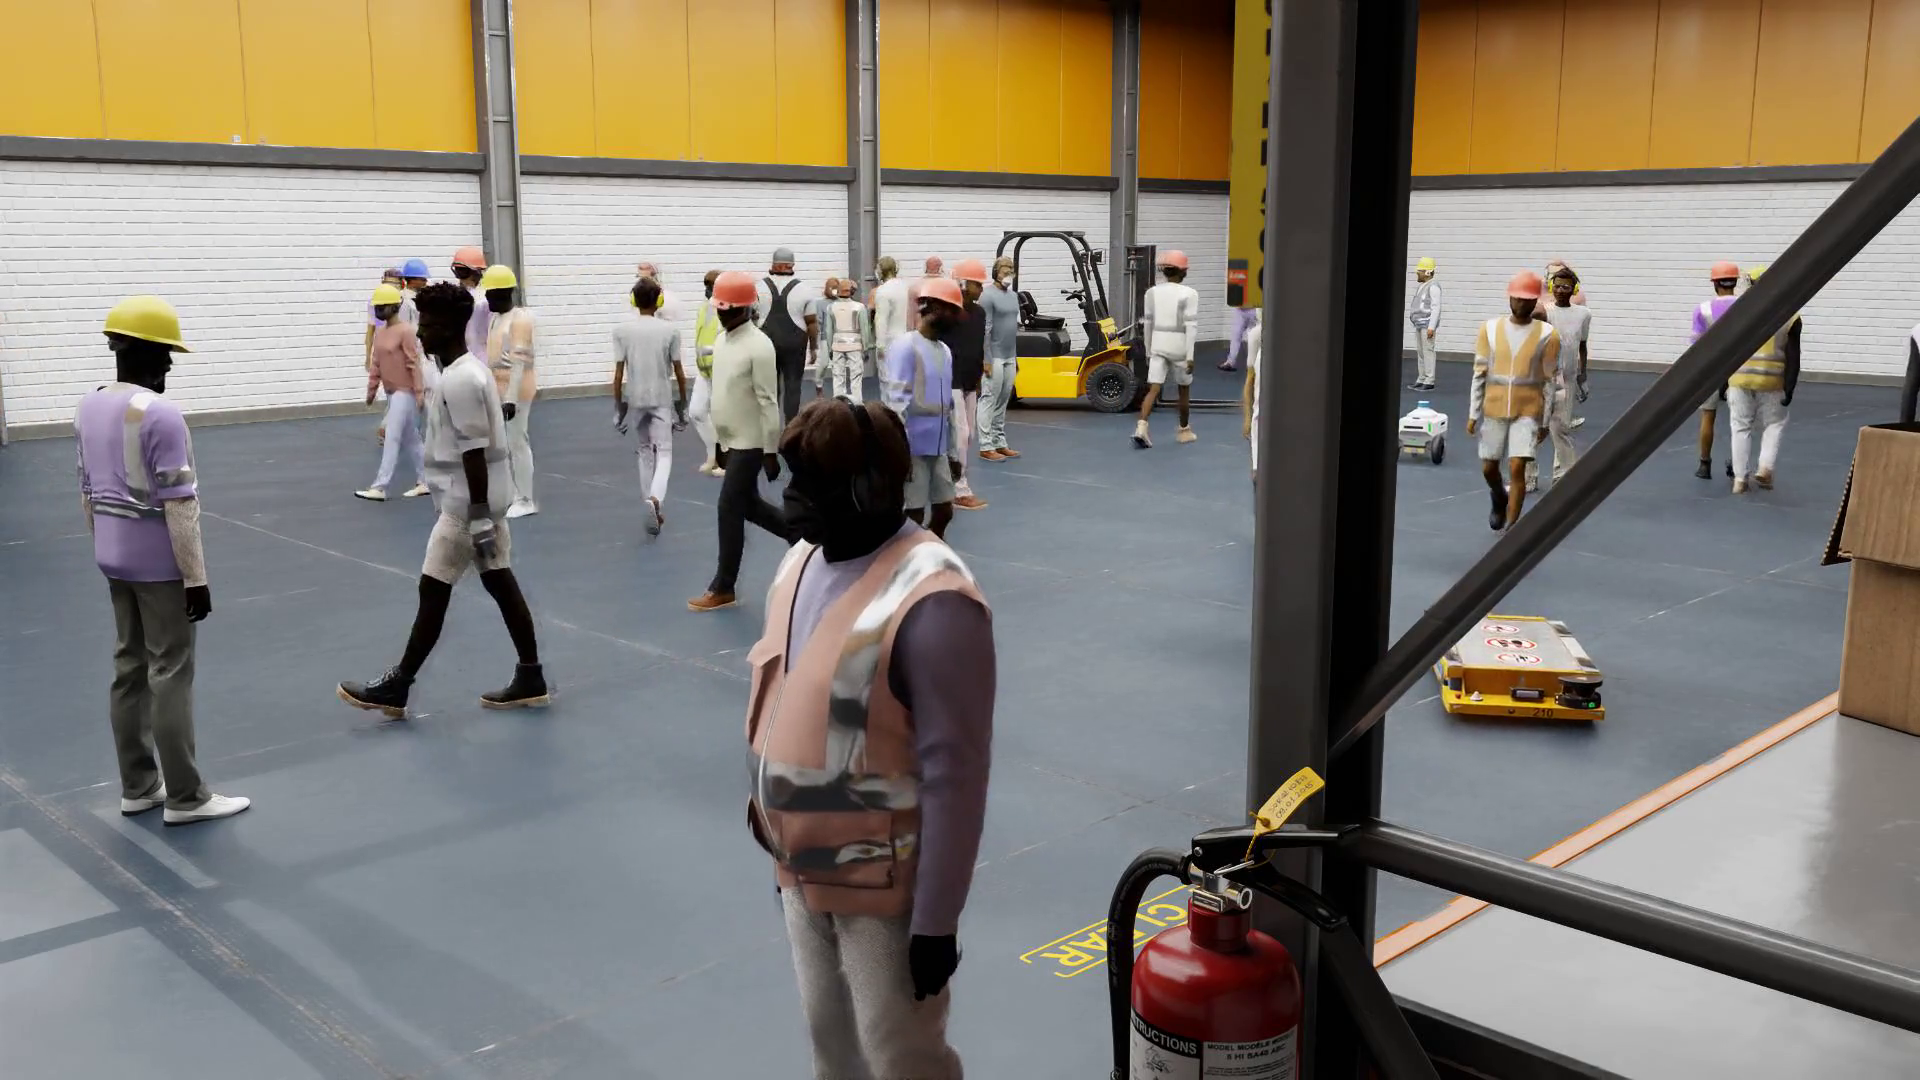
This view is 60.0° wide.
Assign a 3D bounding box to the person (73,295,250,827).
[{"bbox_3d":[-2.921,0.081,6.036,0.584,1.919,0.375,6,12,31],"label":"person"}]

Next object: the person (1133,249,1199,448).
[{"bbox_3d":[2.088,-1.922,16.770,0.619,2.001,1.054,7,12,33],"label":"person"}]

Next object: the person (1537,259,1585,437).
[{"bbox_3d":[6.399,-2.079,17.924,0.646,1.876,0.856,2,11,10],"label":"person"}]

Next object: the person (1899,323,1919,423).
[{"bbox_3d":[6.425,-0.782,10.777,0.623,1.900,0.446,5,12,26],"label":"person"}]

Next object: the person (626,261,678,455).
[{"bbox_3d":[-2.991,-1.770,16.217,0.663,1.880,0.469,9,14,41],"label":"person"}]

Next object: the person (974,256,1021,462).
[{"bbox_3d":[0.373,-1.715,15.786,0.373,1.936,0.627,6,12,31],"label":"person"}]

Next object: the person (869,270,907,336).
[{"bbox_3d":[-0.986,-3.051,23.753,0.562,1.676,0.604,3,11,18],"label":"person"}]

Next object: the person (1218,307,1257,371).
[{"bbox_3d":[4.426,-3.541,25.905,0.904,1.866,0.674,-8,13,-38],"label":"person"}]

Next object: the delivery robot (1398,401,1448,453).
[{"bbox_3d":[4.394,-1.075,15.805,0.477,0.478,0.707,6,12,28],"label":"delivery robot"}]

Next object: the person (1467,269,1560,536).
[{"bbox_3d":[3.789,-0.893,11.383,0.566,1.913,0.742,5,12,26],"label":"person"}]

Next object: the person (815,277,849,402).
[{"bbox_3d":[-1.675,-2.606,21.551,0.510,1.603,0.797,-5,11,-24],"label":"person"}]

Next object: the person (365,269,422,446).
[{"bbox_3d":[-5.820,-1.914,17.251,0.583,1.799,0.955,1,10,8],"label":"person"}]

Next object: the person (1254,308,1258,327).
[{"bbox_3d":[4.547,-3.319,24.524,0.354,1.939,0.545,-6,12,-30],"label":"person"}]

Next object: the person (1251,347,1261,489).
[{"bbox_3d":[1.846,-0.420,8.897,0.575,1.876,0.340,3,11,14],"label":"person"}]

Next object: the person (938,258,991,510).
[{"bbox_3d":[-0.092,-1.238,13.109,0.758,1.963,0.653,8,13,36],"label":"person"}]

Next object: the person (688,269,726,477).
[{"bbox_3d":[-2.132,-1.459,14.658,0.639,1.829,0.484,10,14,42],"label":"person"}]

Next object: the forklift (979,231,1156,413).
[{"bbox_3d":[1.222,-2.721,20.561,2.313,2.155,1.214,2,11,13],"label":"forklift"}]

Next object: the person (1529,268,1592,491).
[{"bbox_3d":[4.995,-1.332,13.888,0.513,1.866,0.331,1,10,4],"label":"person"}]

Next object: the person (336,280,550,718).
[{"bbox_3d":[-2.309,-0.166,7.341,0.962,1.924,0.634,-2,11,-9],"label":"person"}]

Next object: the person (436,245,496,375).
[{"bbox_3d":[-4.079,-1.429,13.929,0.609,2.044,0.395,2,11,11],"label":"person"}]

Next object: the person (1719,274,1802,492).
[{"bbox_3d":[6.595,-1.289,13.760,0.631,1.831,0.445,7,12,33],"label":"person"}]

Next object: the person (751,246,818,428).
[{"bbox_3d":[-1.819,-2.042,17.281,0.711,2.000,0.582,0,10,2],"label":"person"}]

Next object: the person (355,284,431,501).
[{"bbox_3d":[-4.614,-1.172,13.355,0.552,1.727,0.828,10,14,43],"label":"person"}]

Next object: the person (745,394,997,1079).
[{"bbox_3d":[-0.197,0.633,3.238,0.429,1.841,0.632,-7,12,-33],"label":"person"}]

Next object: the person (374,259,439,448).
[{"bbox_3d":[-5.448,-1.840,16.562,0.969,1.911,0.612,0,10,-1],"label":"person"}]

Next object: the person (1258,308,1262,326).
[{"bbox_3d":[3.954,-2.478,20.337,0.660,1.794,0.581,0,10,0],"label":"person"}]

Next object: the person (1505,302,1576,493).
[{"bbox_3d":[4.823,-1.148,13.651,0.603,1.589,0.519,-2,11,-9],"label":"person"}]

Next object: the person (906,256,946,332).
[{"bbox_3d":[-0.318,-2.460,19.989,0.653,1.882,0.514,-3,11,-15],"label":"person"}]

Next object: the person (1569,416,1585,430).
[{"bbox_3d":[6.377,-2.012,18.014,0.895,1.704,0.533,-1,10,-5],"label":"person"}]

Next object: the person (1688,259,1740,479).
[{"bbox_3d":[6.636,-1.471,14.463,0.594,1.928,0.451,3,11,18],"label":"person"}]

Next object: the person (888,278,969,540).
[{"bbox_3d":[-0.214,-0.501,9.309,0.423,1.891,0.621,7,13,34],"label":"person"}]

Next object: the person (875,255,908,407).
[{"bbox_3d":[-0.713,-2.218,18.593,0.775,1.916,0.638,3,11,18],"label":"person"}]

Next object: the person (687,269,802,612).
[{"bbox_3d":[-1.149,-0.579,9.568,0.883,1.951,0.619,-6,12,-31],"label":"person"}]

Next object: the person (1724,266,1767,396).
[{"bbox_3d":[9.960,-2.576,20.980,0.512,1.752,0.547,4,11,19],"label":"person"}]

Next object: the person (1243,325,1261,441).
[{"bbox_3d":[2.205,-0.829,11.224,0.539,1.832,0.483,-2,11,-10],"label":"person"}]

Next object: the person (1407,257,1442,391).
[{"bbox_3d":[6.376,-2.953,22.817,0.403,1.830,0.601,0,10,-2],"label":"person"}]

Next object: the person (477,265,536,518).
[{"bbox_3d":[-3.436,-1.101,12.505,0.486,1.910,0.604,-9,13,-39],"label":"person"}]

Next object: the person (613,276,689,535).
[{"bbox_3d":[-2.229,-0.959,11.916,0.525,1.852,0.786,0,10,2],"label":"person"}]

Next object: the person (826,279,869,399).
[{"bbox_3d":[-1.276,-2.141,18.918,0.514,1.639,0.310,4,11,19],"label":"person"}]

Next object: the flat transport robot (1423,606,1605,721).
[{"bbox_3d":[2.589,0.564,7.901,0.652,0.197,1.431,2,11,10],"label":"flat transport robot"}]
